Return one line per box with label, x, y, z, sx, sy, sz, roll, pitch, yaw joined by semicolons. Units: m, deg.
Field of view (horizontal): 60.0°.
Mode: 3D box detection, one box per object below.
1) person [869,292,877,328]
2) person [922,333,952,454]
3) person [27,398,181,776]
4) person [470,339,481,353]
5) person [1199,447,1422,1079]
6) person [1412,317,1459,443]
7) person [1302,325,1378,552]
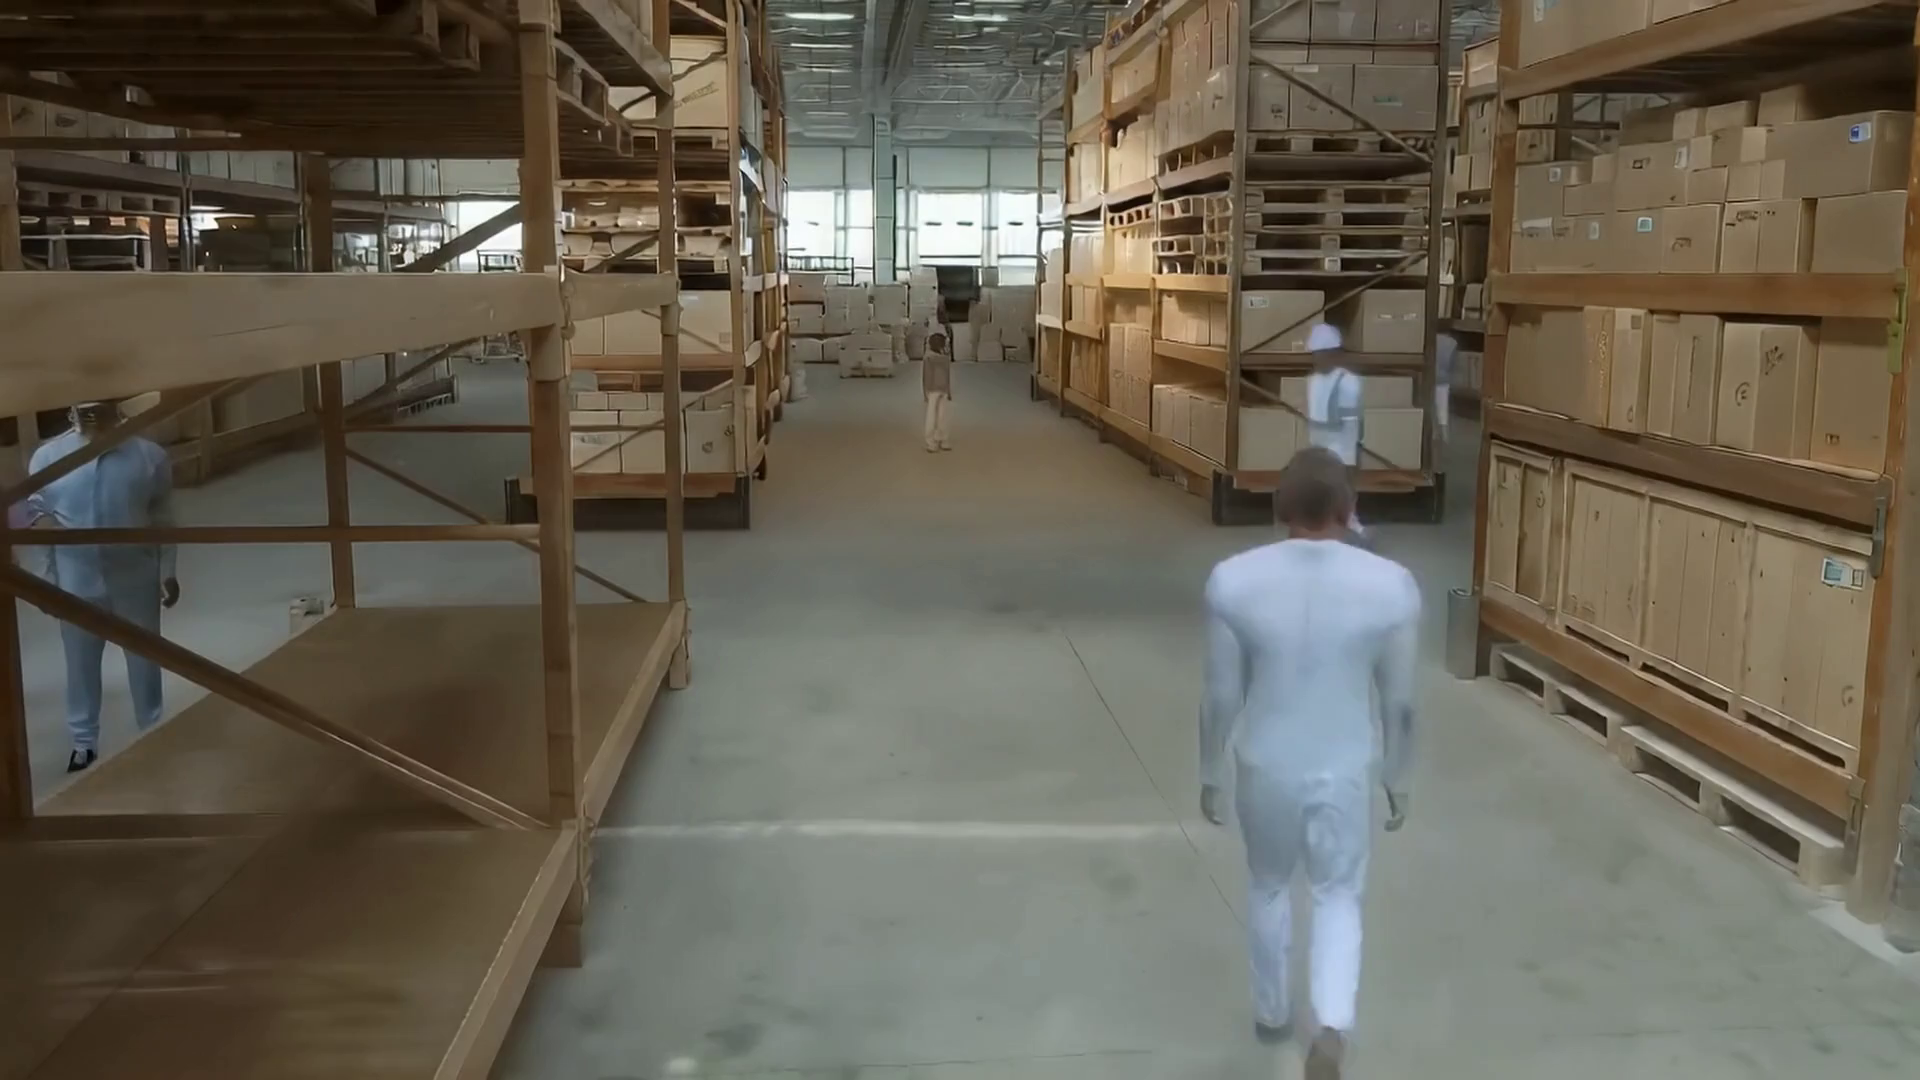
person;-2.751;-6.542;50.304;0.985;1.902;0.632;1;9;4
person;-0.309;-1.975;22.436;0.279;1.633;0.505;8;12;40
person;-4.140;0.175;8.079;0.651;1.907;0.409;-5;10;-29
person;-15.012;-6.696;51.470;0.534;1.830;0.593;-5;10;-27
person;1.011;0.691;4.856;0.636;1.917;0.826;2;9;12
person;6.686;-2.231;23.424;0.641;1.830;0.607;0;9;1
person;2.956;-0.680;13.089;0.601;2.024;0.631;-4;10;-24
